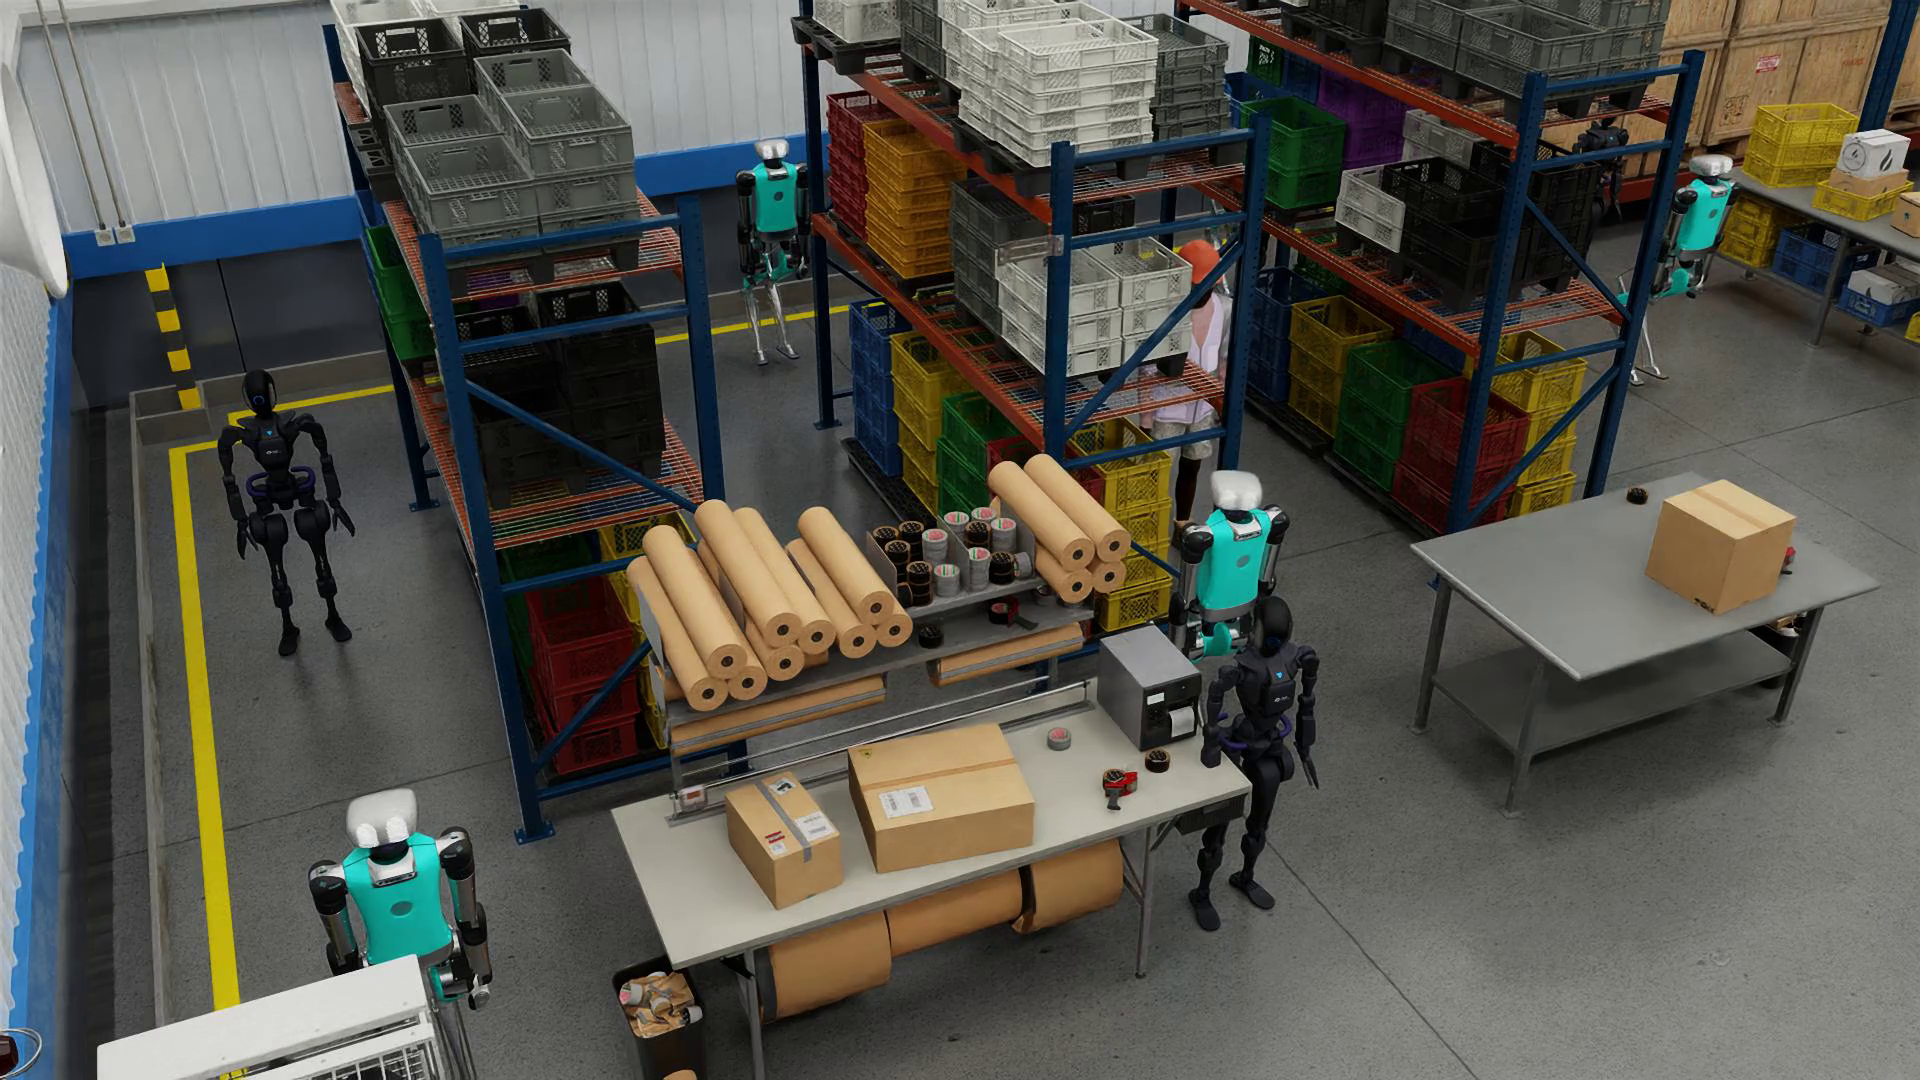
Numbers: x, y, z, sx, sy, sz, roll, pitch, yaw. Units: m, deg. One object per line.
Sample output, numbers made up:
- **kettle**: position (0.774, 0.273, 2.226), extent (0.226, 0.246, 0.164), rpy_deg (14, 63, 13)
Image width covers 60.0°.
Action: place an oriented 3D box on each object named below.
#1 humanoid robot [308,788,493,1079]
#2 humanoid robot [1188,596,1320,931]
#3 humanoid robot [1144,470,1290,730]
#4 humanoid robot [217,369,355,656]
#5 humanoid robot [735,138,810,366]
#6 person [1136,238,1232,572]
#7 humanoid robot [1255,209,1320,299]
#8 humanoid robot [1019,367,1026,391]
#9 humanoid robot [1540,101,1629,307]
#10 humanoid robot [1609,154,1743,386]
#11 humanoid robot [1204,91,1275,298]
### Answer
- **humanoid robot**: position (-2.001, 1.473, 6.050), extent (0.533, 1.677, 0.735), rpy_deg (-13, 34, -20)
- **humanoid robot**: position (1.255, 0.942, 7.087), extent (0.599, 1.653, 0.315), rpy_deg (-13, 34, -20)
- **humanoid robot**: position (1.118, 0.341, 7.893), extent (0.533, 1.673, 0.735), rpy_deg (-13, 34, -20)
- **humanoid robot**: position (-3.571, -0.155, 8.865), extent (0.599, 1.657, 0.315), rpy_deg (-13, 34, -20)
- **humanoid robot**: position (-1.376, -2.100, 11.852), extent (0.533, 1.677, 0.735), rpy_deg (-13, 34, -20)
- **person**: position (1.286, -0.751, 9.500), extent (0.604, 2.045, 0.379), rpy_deg (-13, 34, -20)
- **humanoid robot**: position (2.539, -2.701, 13.000), extent (0.599, 1.657, 0.315), rpy_deg (-13, 34, -20)
- **humanoid robot**: position (0.608, -1.858, 11.635), extent (0.599, 1.653, 0.315), rpy_deg (-13, 34, -20)
- **humanoid robot**: position (4.872, -2.632, 12.892), extent (0.599, 1.653, 0.315), rpy_deg (-13, 34, -20)
- **humanoid robot**: position (4.869, -1.925, 11.568), extent (0.533, 1.677, 0.735), rpy_deg (-13, 34, -20)
- **humanoid robot**: position (2.179, -2.735, 12.884), extent (0.533, 1.677, 0.735), rpy_deg (-13, 34, -20)
